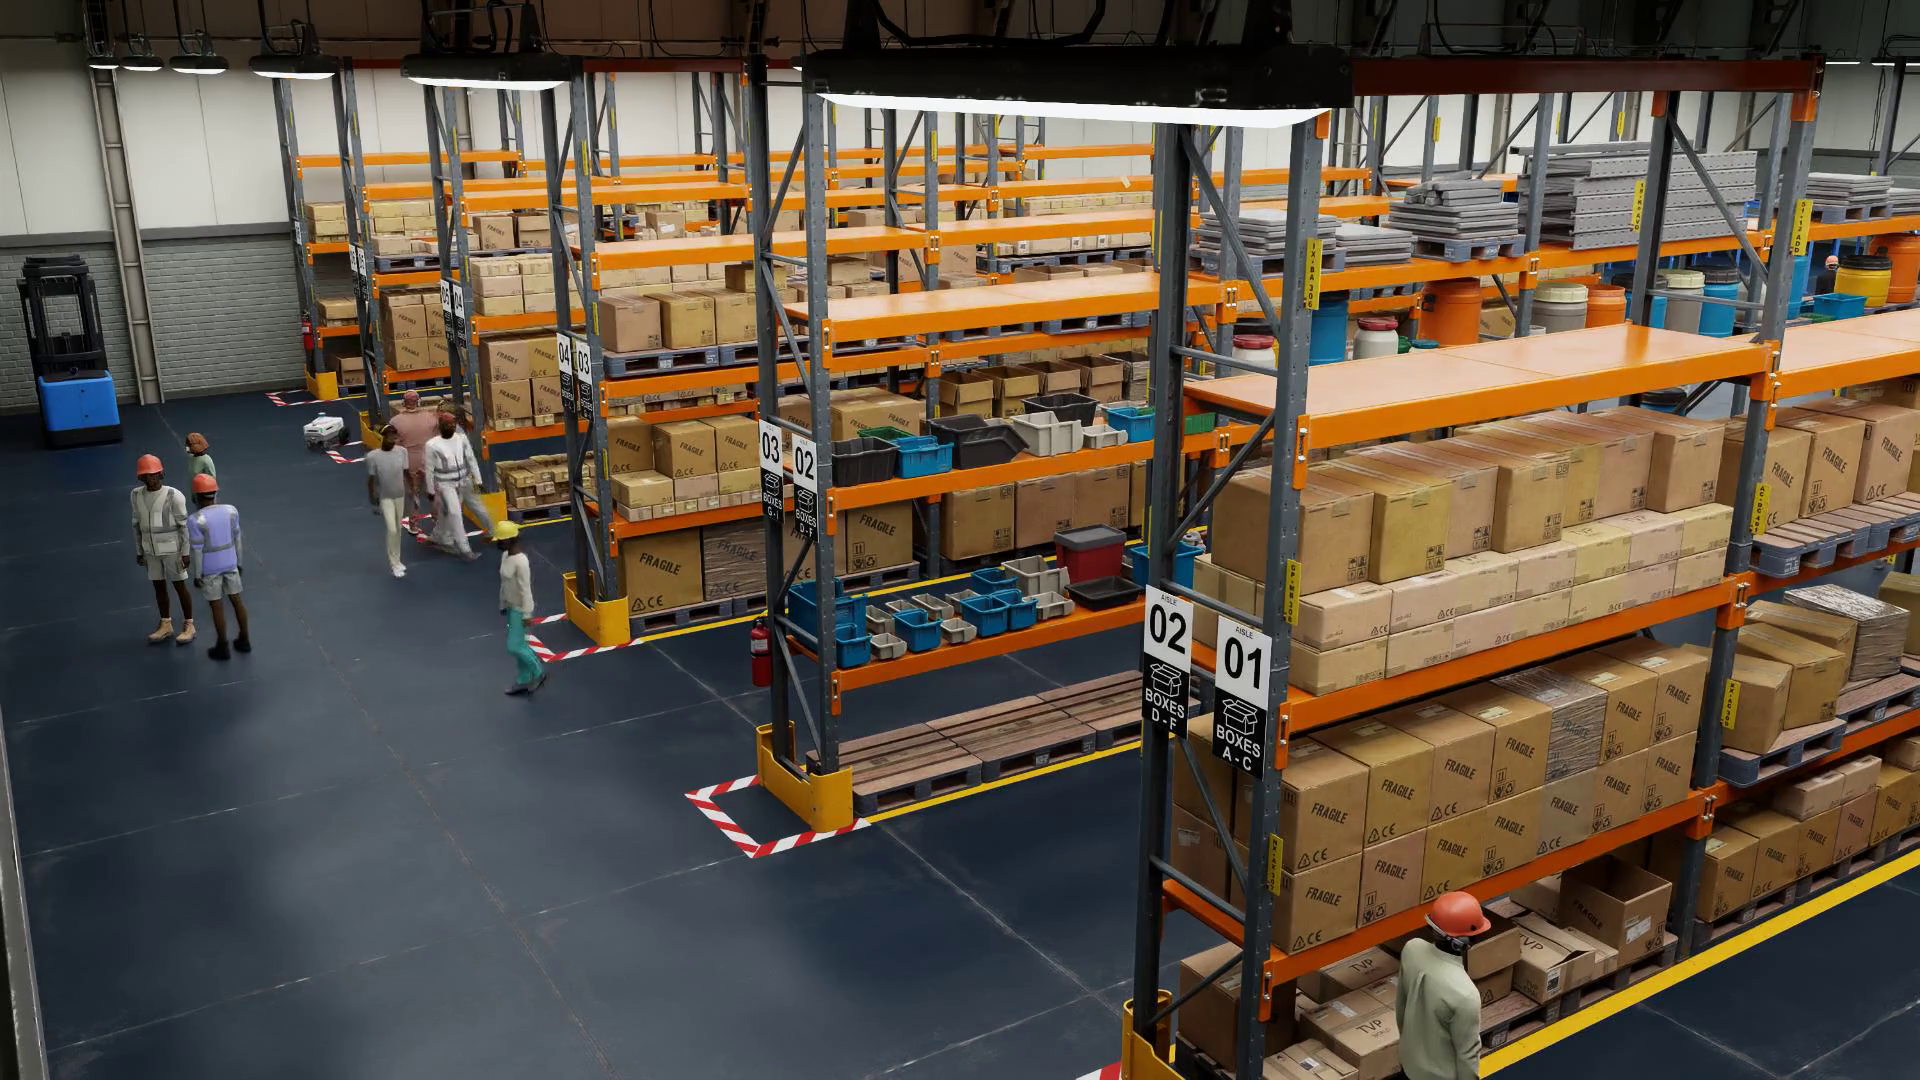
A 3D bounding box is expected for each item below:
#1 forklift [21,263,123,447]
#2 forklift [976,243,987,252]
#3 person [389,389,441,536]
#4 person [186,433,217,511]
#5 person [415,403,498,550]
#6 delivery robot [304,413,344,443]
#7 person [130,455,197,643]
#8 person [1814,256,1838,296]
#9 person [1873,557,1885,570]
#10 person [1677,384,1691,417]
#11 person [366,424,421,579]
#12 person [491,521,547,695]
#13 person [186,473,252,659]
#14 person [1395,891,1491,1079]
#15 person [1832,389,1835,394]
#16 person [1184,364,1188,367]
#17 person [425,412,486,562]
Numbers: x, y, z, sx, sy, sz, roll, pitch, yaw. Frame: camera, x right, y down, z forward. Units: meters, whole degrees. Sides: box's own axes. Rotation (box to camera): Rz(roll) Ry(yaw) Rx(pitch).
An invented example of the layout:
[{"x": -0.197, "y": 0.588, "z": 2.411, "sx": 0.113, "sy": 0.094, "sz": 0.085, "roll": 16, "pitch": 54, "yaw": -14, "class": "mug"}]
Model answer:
[{"x": -14.518, "y": -3.079, "z": 25.708, "sx": 1.129, "sy": 2.768, "sz": 1.873, "roll": -10, "pitch": 20, "yaw": -31, "class": "forklift"}, {"x": 0.988, "y": -5.474, "z": 34.718, "sx": 1.214, "sy": 2.155, "sz": 2.313, "roll": -10, "pitch": 20, "yaw": -31, "class": "forklift"}, {"x": -7.037, "y": -1.011, "z": 20.499, "sx": 0.643, "sy": 1.909, "sz": 0.410, "roll": -7, "pitch": 18, "yaw": -21, "class": "person"}, {"x": -9.267, "y": -0.516, "z": 19.335, "sx": 0.498, "sy": 1.634, "sz": 0.279, "roll": 13, "pitch": 21, "yaw": 36, "class": "person"}, {"x": -6.342, "y": -0.794, "z": 19.837, "sx": 1.037, "sy": 1.893, "sz": 0.633, "roll": -9, "pitch": 19, "yaw": -26, "class": "person"}, {"x": -10.187, "y": -1.796, "z": 25.265, "sx": 0.477, "sy": 0.478, "sz": 0.707, "roll": 2, "pitch": 17, "yaw": 8, "class": "delivery robot"}, {"x": -8.419, "y": 0.096, "z": 16.634, "sx": 0.615, "sy": 2.043, "sz": 0.372, "roll": 3, "pitch": 17, "yaw": 8, "class": "person"}, {"x": 18.421, "y": -5.040, "z": 33.556, "sx": 0.611, "sy": 1.996, "sz": 0.379, "roll": -1, "pitch": 17, "yaw": -2, "class": "person"}, {"x": 11.327, "y": -0.534, "z": 19.177, "sx": 0.477, "sy": 1.753, "sz": 0.530, "roll": -15, "pitch": 22, "yaw": -39, "class": "person"}, {"x": 12.004, "y": -2.781, "z": 26.266, "sx": 0.374, "sy": 1.929, "sz": 0.542, "roll": 2, "pitch": 17, "yaw": 8, "class": "person"}, {"x": -6.735, "y": -0.470, "z": 18.859, "sx": 0.486, "sy": 1.835, "sz": 0.770, "roll": -16, "pitch": 23, "yaw": -42, "class": "person"}, {"x": -4.303, "y": 0.659, "z": 15.259, "sx": 0.344, "sy": 1.753, "sz": 0.554, "roll": -11, "pitch": 20, "yaw": -33, "class": "person"}, {"x": -7.674, "y": 0.258, "z": 16.289, "sx": 0.377, "sy": 1.933, "sz": 0.551, "roll": 11, "pitch": 20, "yaw": 32, "class": "person"}, {"x": 2.468, "y": 2.715, "z": 8.134, "sx": 0.380, "sy": 1.994, "sz": 0.618, "roll": -6, "pitch": 18, "yaw": -18, "class": "person"}, {"x": 16.350, "y": -3.528, "z": 28.824, "sx": 0.969, "sy": 1.871, "sz": 0.634, "roll": -6, "pitch": 18, "yaw": -19, "class": "person"}, {"x": 3.371, "y": -2.110, "z": 24.196, "sx": 0.899, "sy": 1.844, "sz": 0.593, "roll": -12, "pitch": 21, "yaw": -34, "class": "person"}, {"x": -6.173, "y": -0.654, "z": 19.437, "sx": 0.978, "sy": 1.835, "sz": 0.569, "roll": 12, "pitch": 21, "yaw": 34, "class": "person"}]
